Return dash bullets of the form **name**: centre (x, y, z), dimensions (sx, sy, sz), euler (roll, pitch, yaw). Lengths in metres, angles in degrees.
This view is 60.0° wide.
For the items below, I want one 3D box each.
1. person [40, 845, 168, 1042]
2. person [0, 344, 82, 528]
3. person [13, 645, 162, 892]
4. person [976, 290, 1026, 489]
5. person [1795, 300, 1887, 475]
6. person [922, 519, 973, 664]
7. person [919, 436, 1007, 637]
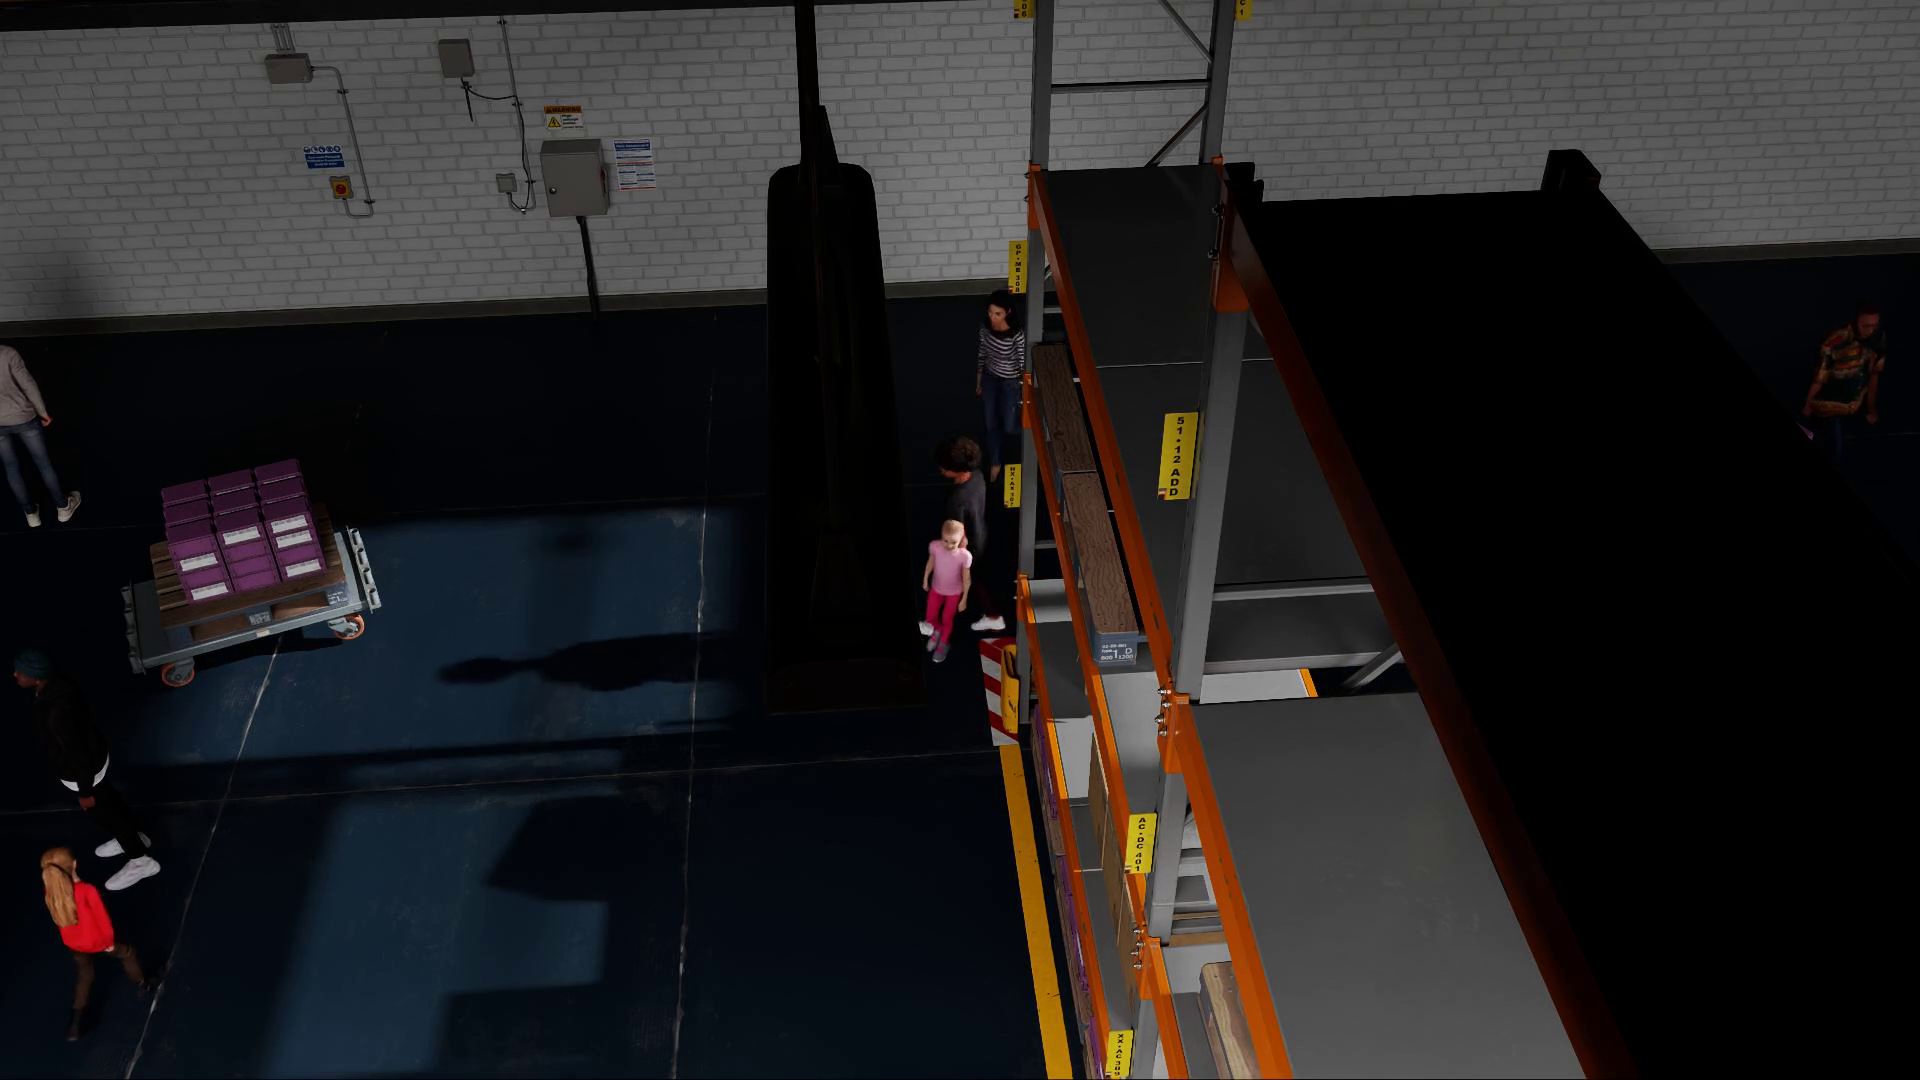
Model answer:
- **person**: centre (-4.787, 2.198, 9.086), dimensions (0.615, 1.263, 0.885), euler (4, 39, 5)
- **person**: centre (-7.172, -0.922, 12.520), dimensions (0.723, 1.853, 0.649), euler (-12, 40, -14)
- **person**: centre (-5.138, 1.310, 9.754), dimensions (0.810, 1.817, 0.661), euler (-20, 43, -23)
- **person**: centre (0.386, -1.212, 12.954), dimensions (0.932, 1.765, 1.005), euler (27, 46, 30)
- **person**: centre (6.690, -1.137, 12.864), dimensions (0.943, 1.760, 1.306), euler (-16, 41, -19)
- **person**: centre (-0.063, 0.295, 11.474), dimensions (0.626, 1.257, 0.657), euler (18, 42, 21)
- **person**: centre (0.074, 0.023, 11.413), dimensions (0.907, 1.758, 0.936), euler (14, 41, 17)
